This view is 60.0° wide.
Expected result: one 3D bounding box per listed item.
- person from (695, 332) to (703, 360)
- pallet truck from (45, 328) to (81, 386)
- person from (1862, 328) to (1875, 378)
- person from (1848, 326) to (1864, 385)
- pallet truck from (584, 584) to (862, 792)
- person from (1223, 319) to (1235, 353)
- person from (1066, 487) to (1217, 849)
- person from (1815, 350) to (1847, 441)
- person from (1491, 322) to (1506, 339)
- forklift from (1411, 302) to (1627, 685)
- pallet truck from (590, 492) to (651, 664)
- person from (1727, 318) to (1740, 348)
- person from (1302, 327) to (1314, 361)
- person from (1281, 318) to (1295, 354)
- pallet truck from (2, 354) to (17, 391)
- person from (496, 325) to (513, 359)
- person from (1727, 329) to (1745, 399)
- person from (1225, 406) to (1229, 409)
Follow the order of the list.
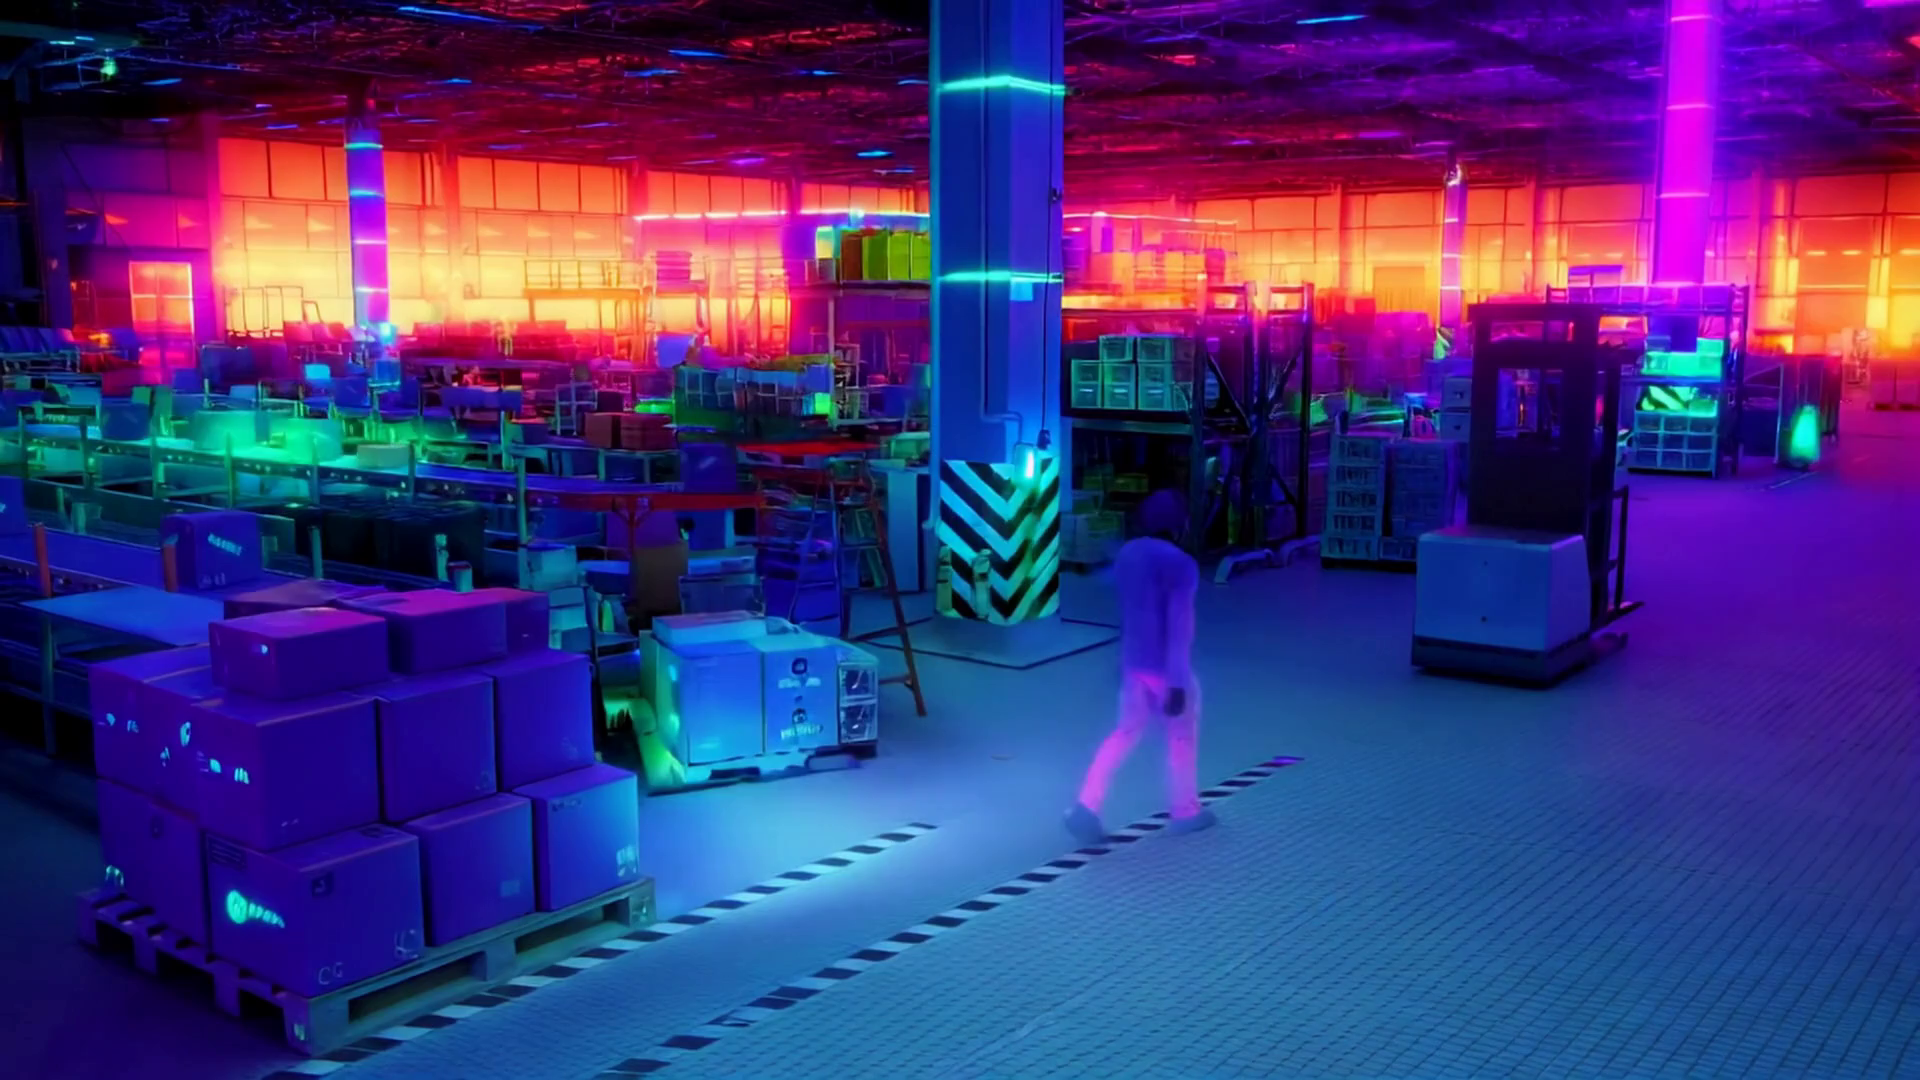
[{"bbox_3d":[-10.202,-7.660,64.933,0.360,1.879,0.579,2,9,12],"label":"person"},{"bbox_3d":[-23.775,-4.544,43.495,1.885,1.965,0.823,6,10,35],"label":"pallet truck"},{"bbox_3d":[31.226,-6.418,57.127,0.535,1.699,0.318,-4,9,-27],"label":"person"},{"bbox_3d":[28.394,-5.842,52.674,0.319,1.870,0.521,-3,9,-19],"label":"person"},{"bbox_3d":[-1.426,0.805,10.019,1.601,1.201,0.680,-4,9,-26],"label":"pallet truck"},{"bbox_3d":[10.708,-7.886,66.359,0.558,1.889,0.621,-2,9,-14],"label":"person"},{"bbox_3d":[0.963,0.672,8.699,0.960,1.906,0.633,-6,11,-37],"label":"person"},{"bbox_3d":[17.290,-2.884,33.022,0.609,1.789,0.921,-2,9,-16],"label":"person"},{"bbox_3d":[16.026,-5.460,49.522,0.537,2.000,0.679,-7,11,-41],"label":"person"},{"bbox_3d":[4.379,-0.438,12.852,1.129,2.768,1.873,7,11,37],"label":"forklift"},{"bbox_3d":[-3.115,0.344,12.883,0.653,1.274,1.630,7,11,37],"label":"pallet truck"},{"bbox_3d":[31.680,-8.143,68.205,0.641,1.870,1.028,-4,9,-24],"label":"person"},{"bbox_3d":[10.598,-5.613,50.708,0.379,1.996,0.609,1,9,8],"label":"person"},{"bbox_3d":[15.554,-9.704,79.047,0.637,1.779,1.004,-7,11,-39],"label":"person"},{"bbox_3d":[-24.881,-4.417,42.634,1.885,1.965,0.823,8,11,41],"label":"pallet truck"},{"bbox_3d":[-12.472,-4.856,45.441,0.615,2.043,0.373,6,10,34],"label":"person"},{"bbox_3d":[21.303,-4.813,45.507,0.551,1.935,0.375,-4,9,-27],"label":"person"},{"bbox_3d":[5.183,-2.569,31.194,0.556,1.683,0.369,8,12,43],"label":"person"}]
